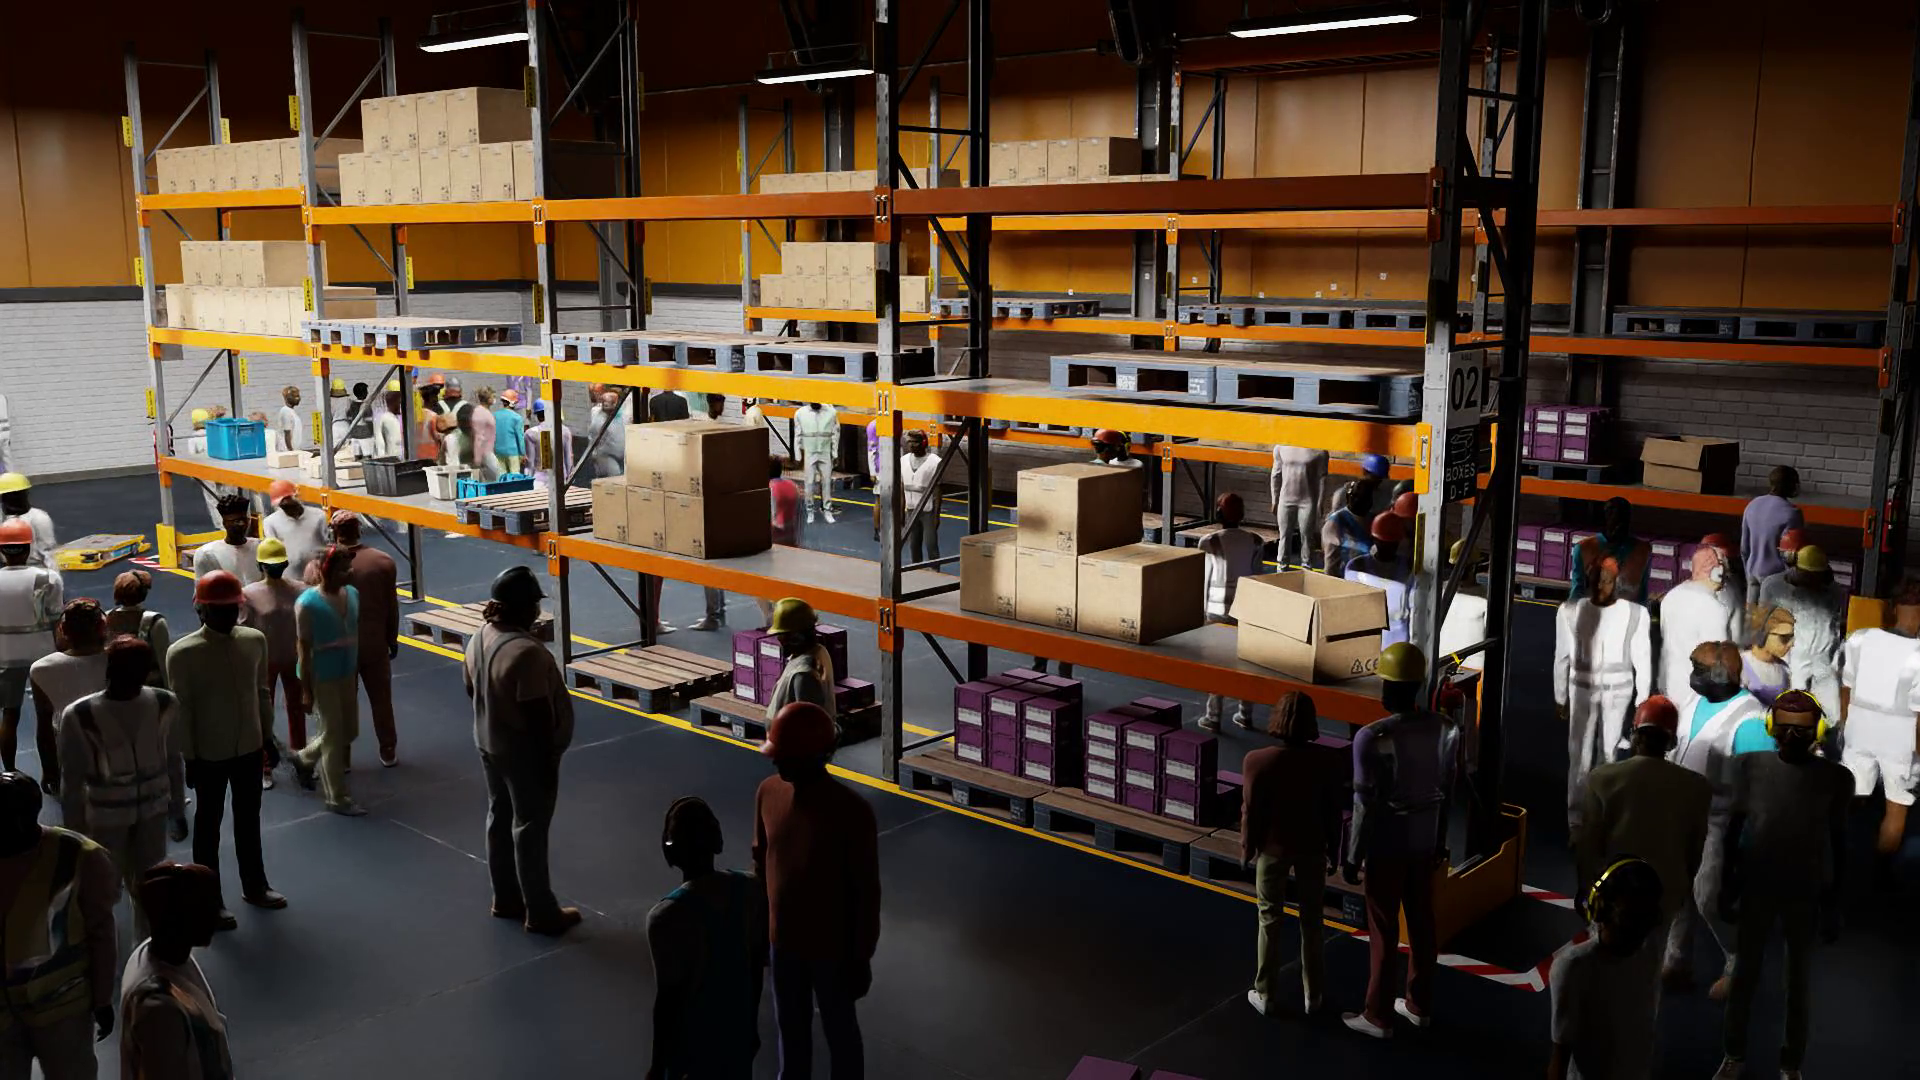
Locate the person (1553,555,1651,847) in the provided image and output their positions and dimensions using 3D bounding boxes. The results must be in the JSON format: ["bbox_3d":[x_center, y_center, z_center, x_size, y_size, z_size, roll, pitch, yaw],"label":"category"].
[{"bbox_3d":[4.073,1.007,10.592,0.578,1.832,0.989,3,11,18],"label":"person"}]

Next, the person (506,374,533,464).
[{"bbox_3d":[-7.690,-2.332,28.932,0.612,2.029,0.409,7,12,33],"label":"person"}]

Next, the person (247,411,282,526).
[{"bbox_3d":[-9.203,-0.897,21.948,0.605,1.612,0.566,5,11,28],"label":"person"}]

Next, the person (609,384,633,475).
[{"bbox_3d":[-5.095,-1.577,24.967,0.414,1.909,0.617,1,10,8],"label":"person"}]

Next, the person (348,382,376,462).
[{"bbox_3d":[-9.183,-1.580,25.596,0.534,1.699,0.318,7,12,34],"label":"person"}]

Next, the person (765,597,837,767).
[{"bbox_3d":[-0.899,1.216,9.434,0.403,1.823,0.588,0,10,-1],"label":"person"}]

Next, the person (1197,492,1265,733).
[{"bbox_3d":[2.098,0.565,12.980,0.580,1.878,0.364,-3,11,-18],"label":"person"}]

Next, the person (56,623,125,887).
[{"bbox_3d":[-5.113,1.247,9.899,0.600,1.599,0.317,9,14,43],"label":"person"}]

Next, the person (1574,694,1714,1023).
[{"bbox_3d":[3.142,1.568,7.709,0.570,1.728,0.514,3,10,16],"label":"person"}]

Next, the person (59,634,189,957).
[{"bbox_3d":[-4.252,1.378,8.444,0.621,1.859,0.604,9,13,42],"label":"person"}]

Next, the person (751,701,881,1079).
[{"bbox_3d":[-0.604,1.610,6.729,0.613,1.991,0.392,7,12,34],"label":"person"}]

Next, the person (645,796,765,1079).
[{"bbox_3d":[-0.921,1.816,5.994,0.344,1.839,0.505,9,13,41],"label":"person"}]

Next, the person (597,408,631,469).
[{"bbox_3d":[-4.778,-1.174,23.225,0.583,1.712,0.586,9,14,42],"label":"person"}]

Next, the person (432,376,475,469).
[{"bbox_3d":[-6.980,-1.272,22.881,0.698,2.000,0.757,-2,10,-13],"label":"person"}]

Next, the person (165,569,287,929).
[{"bbox_3d":[-4.108,1.147,9.328,0.376,1.997,0.612,6,12,31],"label":"person"}]

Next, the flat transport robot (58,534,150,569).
[{"bbox_3d":[-10.375,0.130,19.957,0.652,0.197,1.431,0,10,-2],"label":"flat transport robot"}]

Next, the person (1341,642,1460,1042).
[{"bbox_3d":[2.081,1.431,7.924,0.585,1.928,0.365,-5,11,-25],"label":"person"}]

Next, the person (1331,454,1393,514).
[{"bbox_3d":[3.699,0.131,15.332,0.627,1.896,0.717,-1,10,-5],"label":"person"}]

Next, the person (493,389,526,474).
[{"bbox_3d":[-6.436,-1.283,23.802,0.573,1.739,0.355,5,11,25],"label":"person"}]

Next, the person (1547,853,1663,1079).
[{"bbox_3d":[2.089,1.910,5.399,0.520,1.865,0.332,-7,12,-33],"label":"person"}]

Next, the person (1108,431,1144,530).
[{"bbox_3d":[1.706,-0.231,17.536,0.525,1.856,0.344,8,13,38],"label":"person"}]

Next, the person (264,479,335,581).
[{"bbox_3d":[-5.924,0.292,14.996,0.624,1.712,0.338,-4,11,-23],"label":"person"}]

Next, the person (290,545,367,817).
[{"bbox_3d":[-4.260,0.923,11.129,0.659,1.816,0.587,4,11,20],"label":"person"}]

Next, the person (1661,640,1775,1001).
[{"bbox_3d":[3.740,1.413,8.358,0.508,1.811,0.649,-1,10,-8],"label":"person"}]

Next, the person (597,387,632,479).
[{"bbox_3d":[-4.883,-1.244,23.386,0.575,1.806,0.434,-3,10,-17],"label":"person"}]

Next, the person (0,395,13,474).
[{"bbox_3d":[-14.397,-1.523,24.797,0.427,1.880,0.602,0,10,2],"label":"person"}]

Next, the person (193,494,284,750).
[{"bbox_3d":[-5.328,0.631,12.335,0.607,1.966,0.366,-9,14,-43],"label":"person"}]

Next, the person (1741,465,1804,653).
[{"bbox_3d":[6.907,0.322,14.170,0.375,1.936,0.628,-3,10,-14],"label":"person"}]

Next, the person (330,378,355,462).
[{"bbox_3d":[-9.559,-1.625,25.714,0.487,1.746,0.289,-4,11,-23],"label":"person"}]

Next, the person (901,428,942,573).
[{"bbox_3d":[-0.408,-0.303,18.002,0.560,1.837,0.387,7,12,34],"label":"person"}]

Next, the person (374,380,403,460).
[{"bbox_3d":[-7.848,-1.273,23.238,0.592,1.916,0.406,-1,10,-4],"label":"person"}]

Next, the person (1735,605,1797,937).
[{"bbox_3d":[4.424,1.264,9.138,0.530,1.824,0.614,-6,12,-30],"label":"person"}]

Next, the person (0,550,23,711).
[{"bbox_3d":[-7.905,0.497,13.476,0.501,1.839,0.341,-4,11,-19],"label":"person"}]

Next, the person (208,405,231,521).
[{"bbox_3d":[-10.012,-1.024,22.645,0.549,1.625,0.443,7,12,35],"label":"person"}]

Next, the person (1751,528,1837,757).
[{"bbox_3d":[6.146,0.785,12.185,0.572,1.718,0.840,-1,10,-7],"label":"person"}]
